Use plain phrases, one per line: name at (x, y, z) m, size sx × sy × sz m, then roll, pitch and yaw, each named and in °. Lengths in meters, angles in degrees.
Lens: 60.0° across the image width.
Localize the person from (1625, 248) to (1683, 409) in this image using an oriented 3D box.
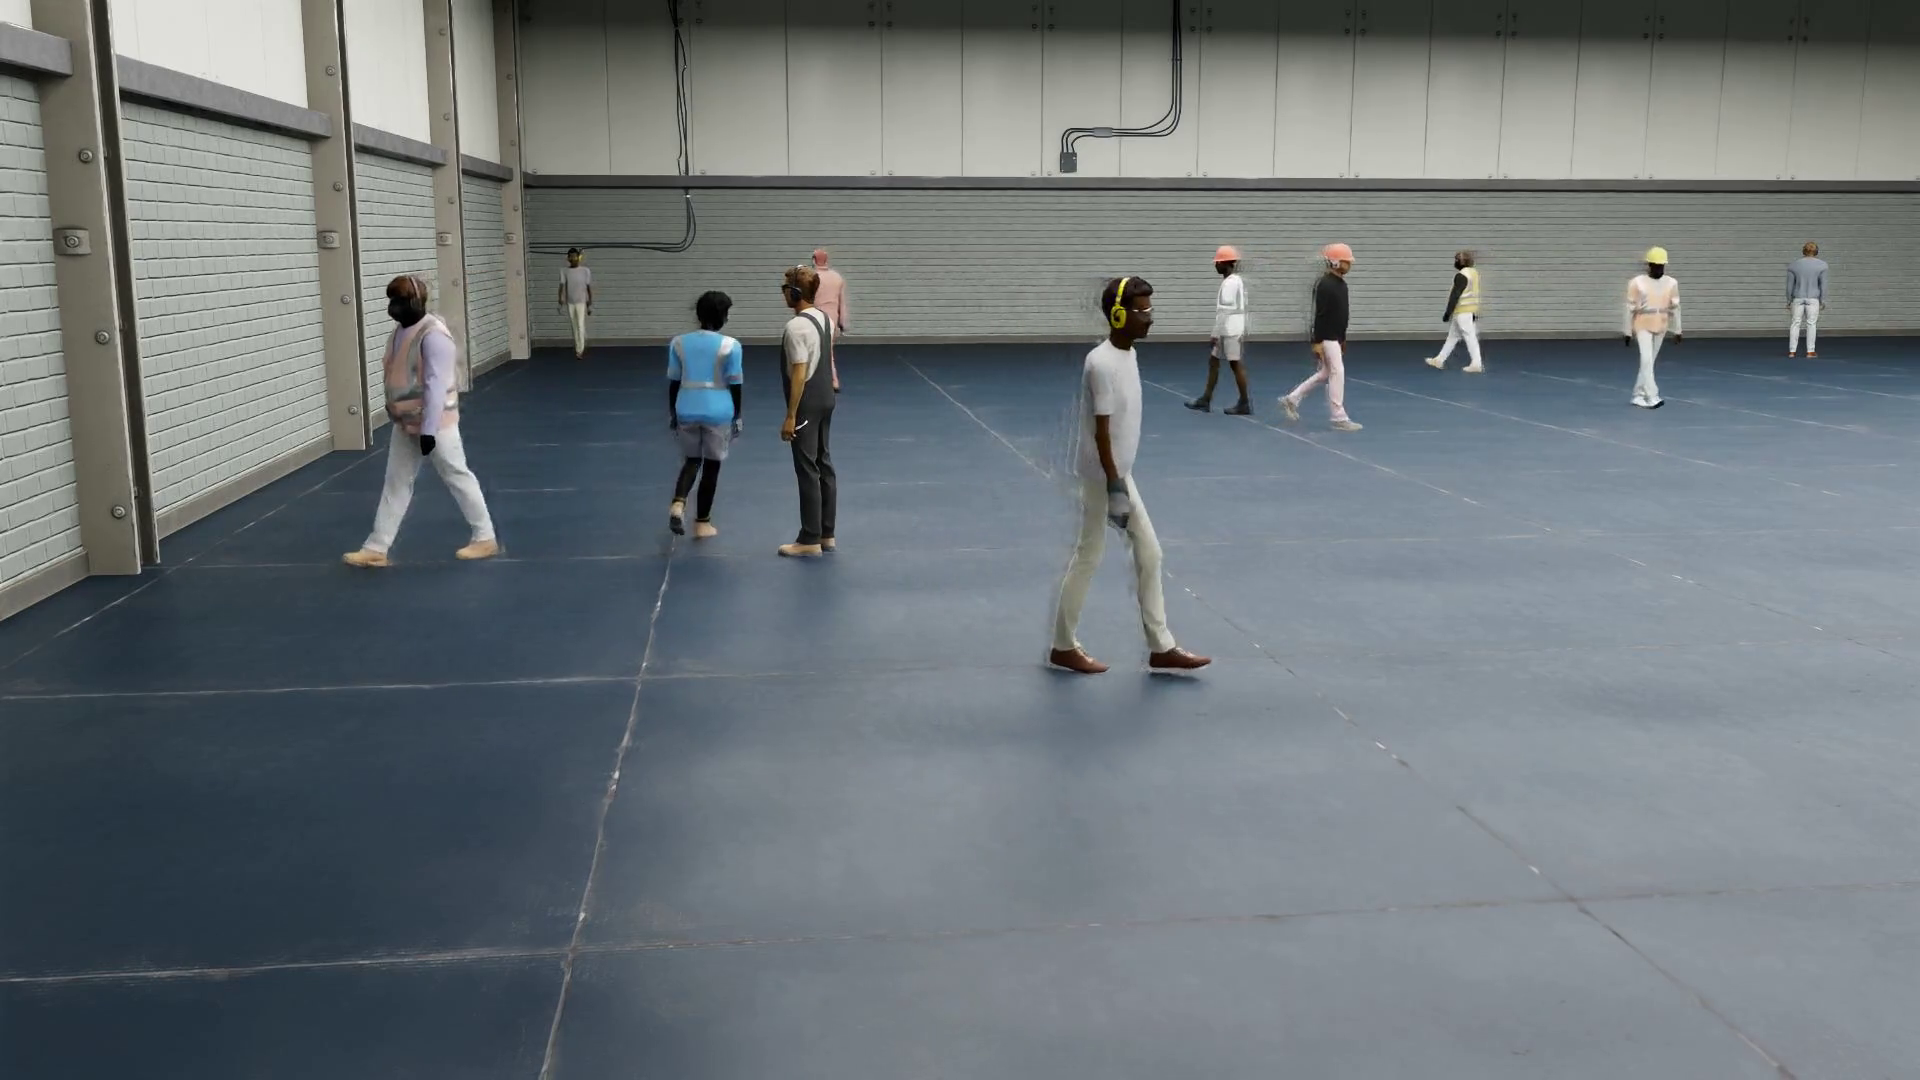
person at (8.181, -2.471, 19.527) m, size 0.609 × 1.882 × 0.943 m, roll -1°, pitch 10°, yaw -7°

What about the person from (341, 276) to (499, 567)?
person at (-3.316, -0.723, 10.245) m, size 0.647 × 1.788 × 0.975 m, roll 10°, pitch 14°, yaw 44°

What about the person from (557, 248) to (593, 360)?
person at (-6.371, -3.887, 27.474) m, size 0.505 × 1.827 × 0.930 m, roll 0°, pitch 10°, yaw -1°

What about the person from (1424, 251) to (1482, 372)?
person at (7.497, -3.442, 25.095) m, size 0.951 × 1.790 × 0.645 m, roll 6°, pitch 12°, yaw 32°

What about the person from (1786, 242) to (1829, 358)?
person at (14.231, -4.034, 27.968) m, size 0.635 × 1.939 × 0.367 m, roll 7°, pitch 13°, yaw 34°

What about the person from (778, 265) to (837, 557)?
person at (-0.973, -0.812, 10.556) m, size 0.343 × 1.847 × 0.507 m, roll 4°, pitch 11°, yaw 21°

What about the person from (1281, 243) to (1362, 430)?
person at (3.852, -2.158, 17.630) m, size 0.893 × 1.968 × 0.622 m, roll 7°, pitch 12°, yaw 32°

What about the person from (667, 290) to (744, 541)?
person at (-1.682, -0.813, 11.021) m, size 0.531 × 1.669 × 0.402 m, roll 3°, pitch 11°, yaw 17°

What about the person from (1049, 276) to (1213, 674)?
person at (0.795, -0.265, 7.562) m, size 0.869 × 1.834 × 0.567 m, roll 5°, pitch 11°, yaw 25°

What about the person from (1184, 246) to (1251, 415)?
person at (2.937, -2.374, 18.939) m, size 0.883 × 1.901 × 0.559 m, roll 3°, pitch 11°, yaw 13°

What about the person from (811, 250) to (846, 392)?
person at (-1.845, -2.864, 21.783) m, size 0.666 × 1.853 × 0.991 m, roll -9°, pitch 14°, yaw -40°
